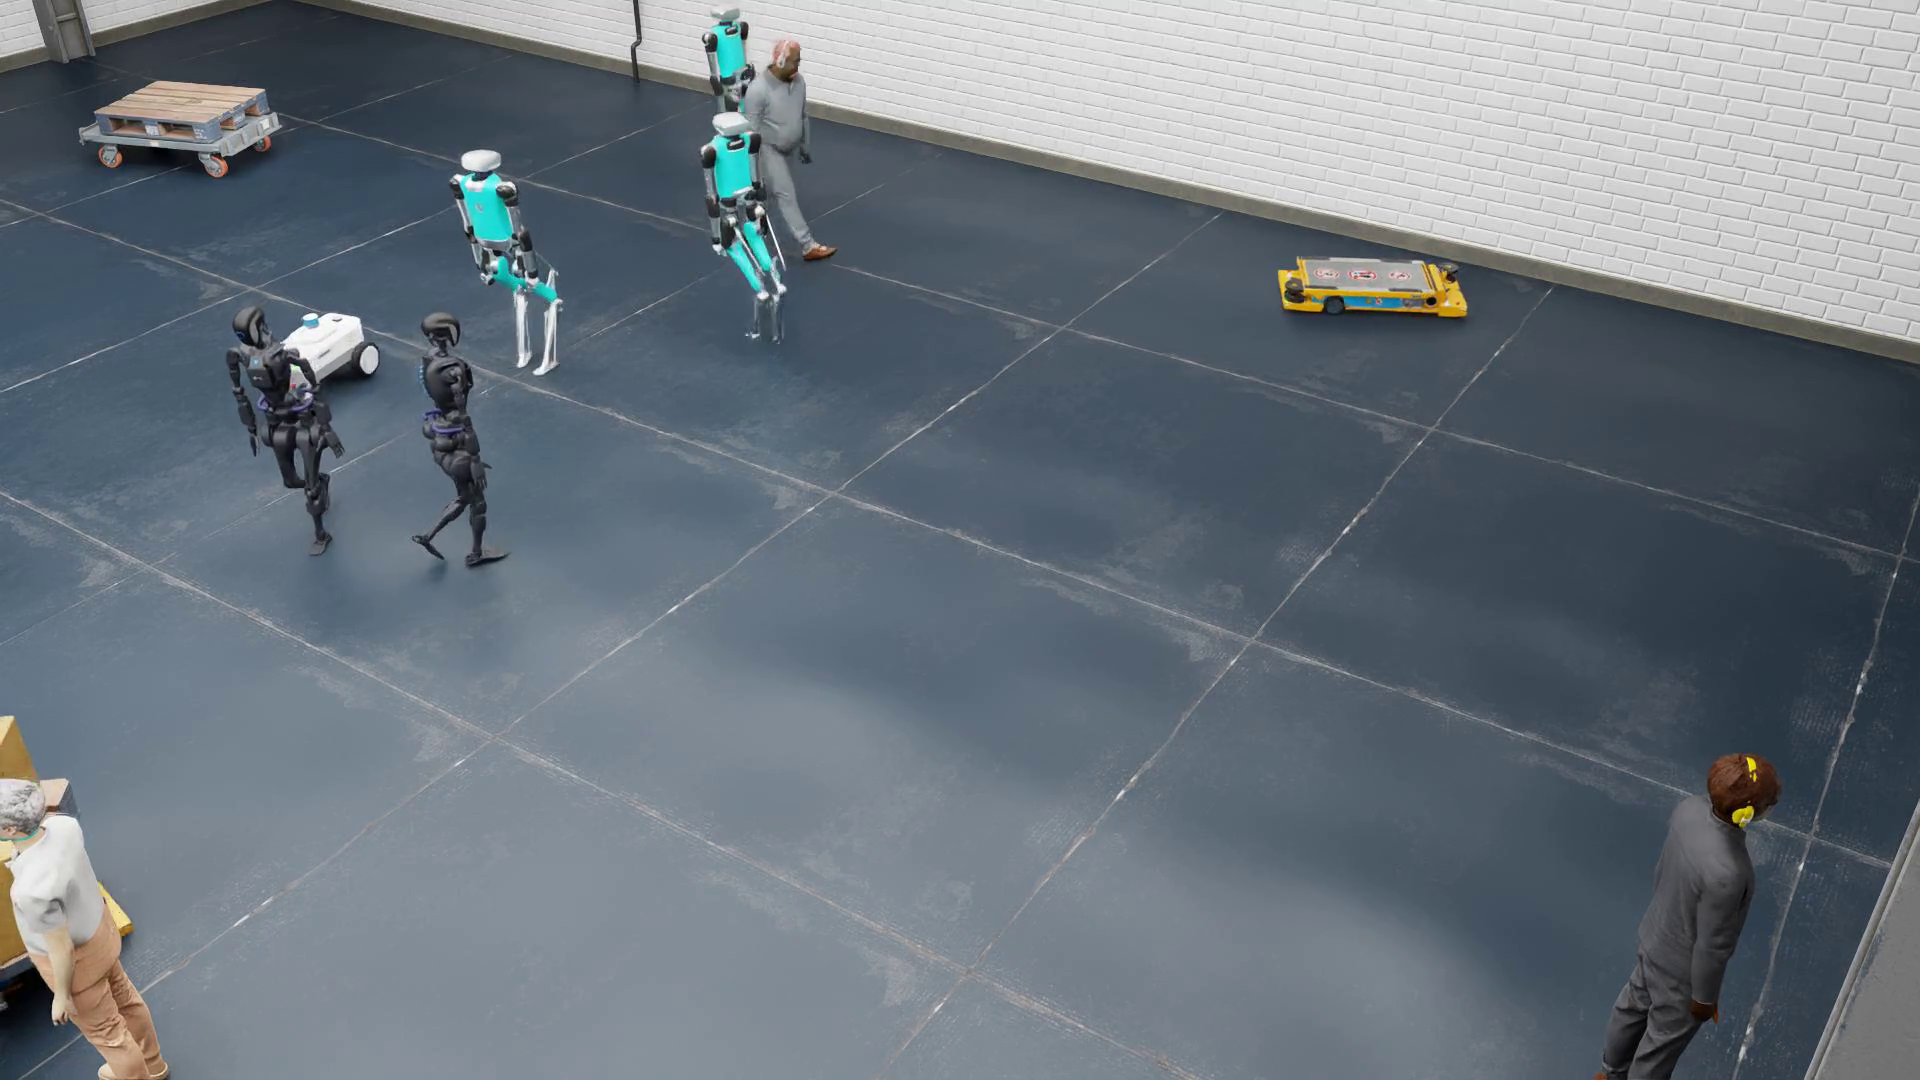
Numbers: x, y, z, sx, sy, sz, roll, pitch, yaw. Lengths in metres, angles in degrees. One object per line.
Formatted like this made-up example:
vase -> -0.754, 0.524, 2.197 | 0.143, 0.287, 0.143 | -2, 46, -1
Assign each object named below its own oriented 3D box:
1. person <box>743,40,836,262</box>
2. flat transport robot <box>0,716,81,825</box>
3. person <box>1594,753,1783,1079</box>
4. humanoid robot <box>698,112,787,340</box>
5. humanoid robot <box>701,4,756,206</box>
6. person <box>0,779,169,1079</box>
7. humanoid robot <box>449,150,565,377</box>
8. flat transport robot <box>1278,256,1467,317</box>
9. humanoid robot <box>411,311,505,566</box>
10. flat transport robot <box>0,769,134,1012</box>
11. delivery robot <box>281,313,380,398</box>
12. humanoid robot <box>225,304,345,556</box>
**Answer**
person -> -1.503, -3.242, 13.842 | 0.975, 1.841, 0.652 | 18, 37, 25
flat transport robot -> -4.741, 1.725, 7.572 | 0.659, 0.231, 1.431 | -5, 33, -7
person -> 2.766, 1.567, 6.334 | 0.355, 1.875, 0.491 | 1, 33, 2
humanoid robot -> -1.509, -2.230, 12.425 | 0.547, 1.836, 0.734 | -28, 42, -36
humanoid robot -> -1.848, -3.815, 14.884 | 0.761, 1.831, 0.535 | 20, 38, 28
person -> -3.410, 1.597, 6.404 | 0.321, 1.748, 0.479 | -7, 33, -11
humanoid robot -> -3.199, -2.043, 12.070 | 0.532, 1.759, 0.767 | 13, 35, 19
flat transport robot -> 3.320, -2.043, 13.435 | 1.431, 0.231, 0.659 | 3, 33, 4
humanoid robot -> -3.065, -0.556, 9.817 | 0.511, 1.633, 0.597 | -20, 38, -28
flat transport robot -> -4.509, 1.879, 7.333 | 0.659, 0.231, 1.431 | 28, 42, 36
delivery robot -> -4.663, -1.367, 12.096 | 0.499, 0.570, 0.750 | 11, 34, 17
humanoid robot -> -4.035, -0.746, 10.144 | 0.609, 1.627, 0.651 | 4, 33, 6
